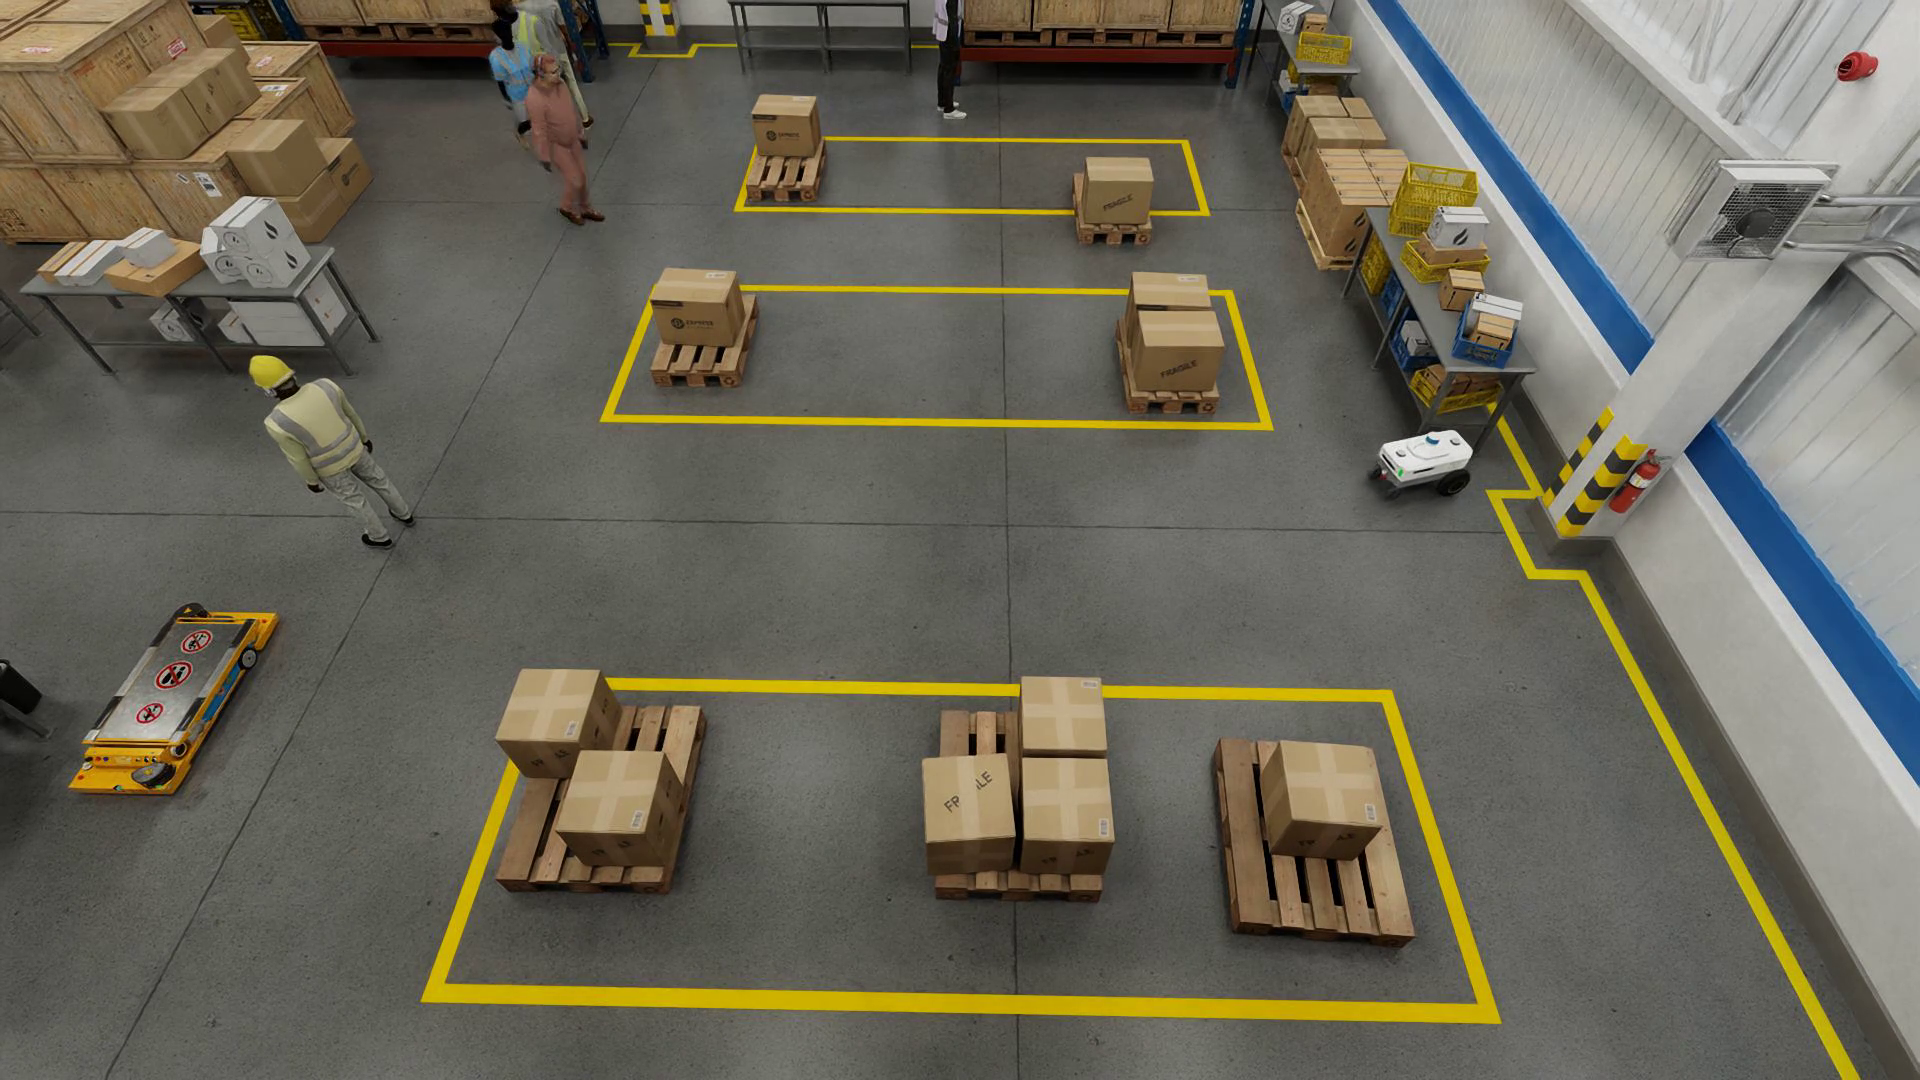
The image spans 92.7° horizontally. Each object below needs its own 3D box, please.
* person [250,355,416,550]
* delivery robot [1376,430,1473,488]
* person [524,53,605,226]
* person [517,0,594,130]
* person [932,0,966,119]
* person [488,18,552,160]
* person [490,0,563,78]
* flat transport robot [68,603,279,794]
[{"bbox_3d":[-4.698,-0.641,6.877,0.403,1.830,0.587,17,52,14],"label":"person"},{"bbox_3d":[3.892,-0.700,7.698,0.707,0.478,0.477,-12,51,-10],"label":"delivery robot"},{"bbox_3d":[-4.284,-4.281,9.925,0.428,1.881,0.712,13,51,11],"label":"person"},{"bbox_3d":[-5.080,-6.090,11.460,0.513,1.875,0.328,-12,51,-10],"label":"person"},{"bbox_3d":[-0.148,-6.415,11.707,0.371,1.916,0.597,-13,51,-11],"label":"person"},{"bbox_3d":[-5.266,-5.382,10.989,0.542,1.677,0.535,35,58,26],"label":"person"},{"bbox_3d":[-5.198,-5.720,11.198,0.659,1.805,0.532,-2,50,-1],"label":"person"},{"bbox_3d":[-5.504,1.072,6.442,0.652,0.197,1.431,1,50,1],"label":"flat transport robot"}]
